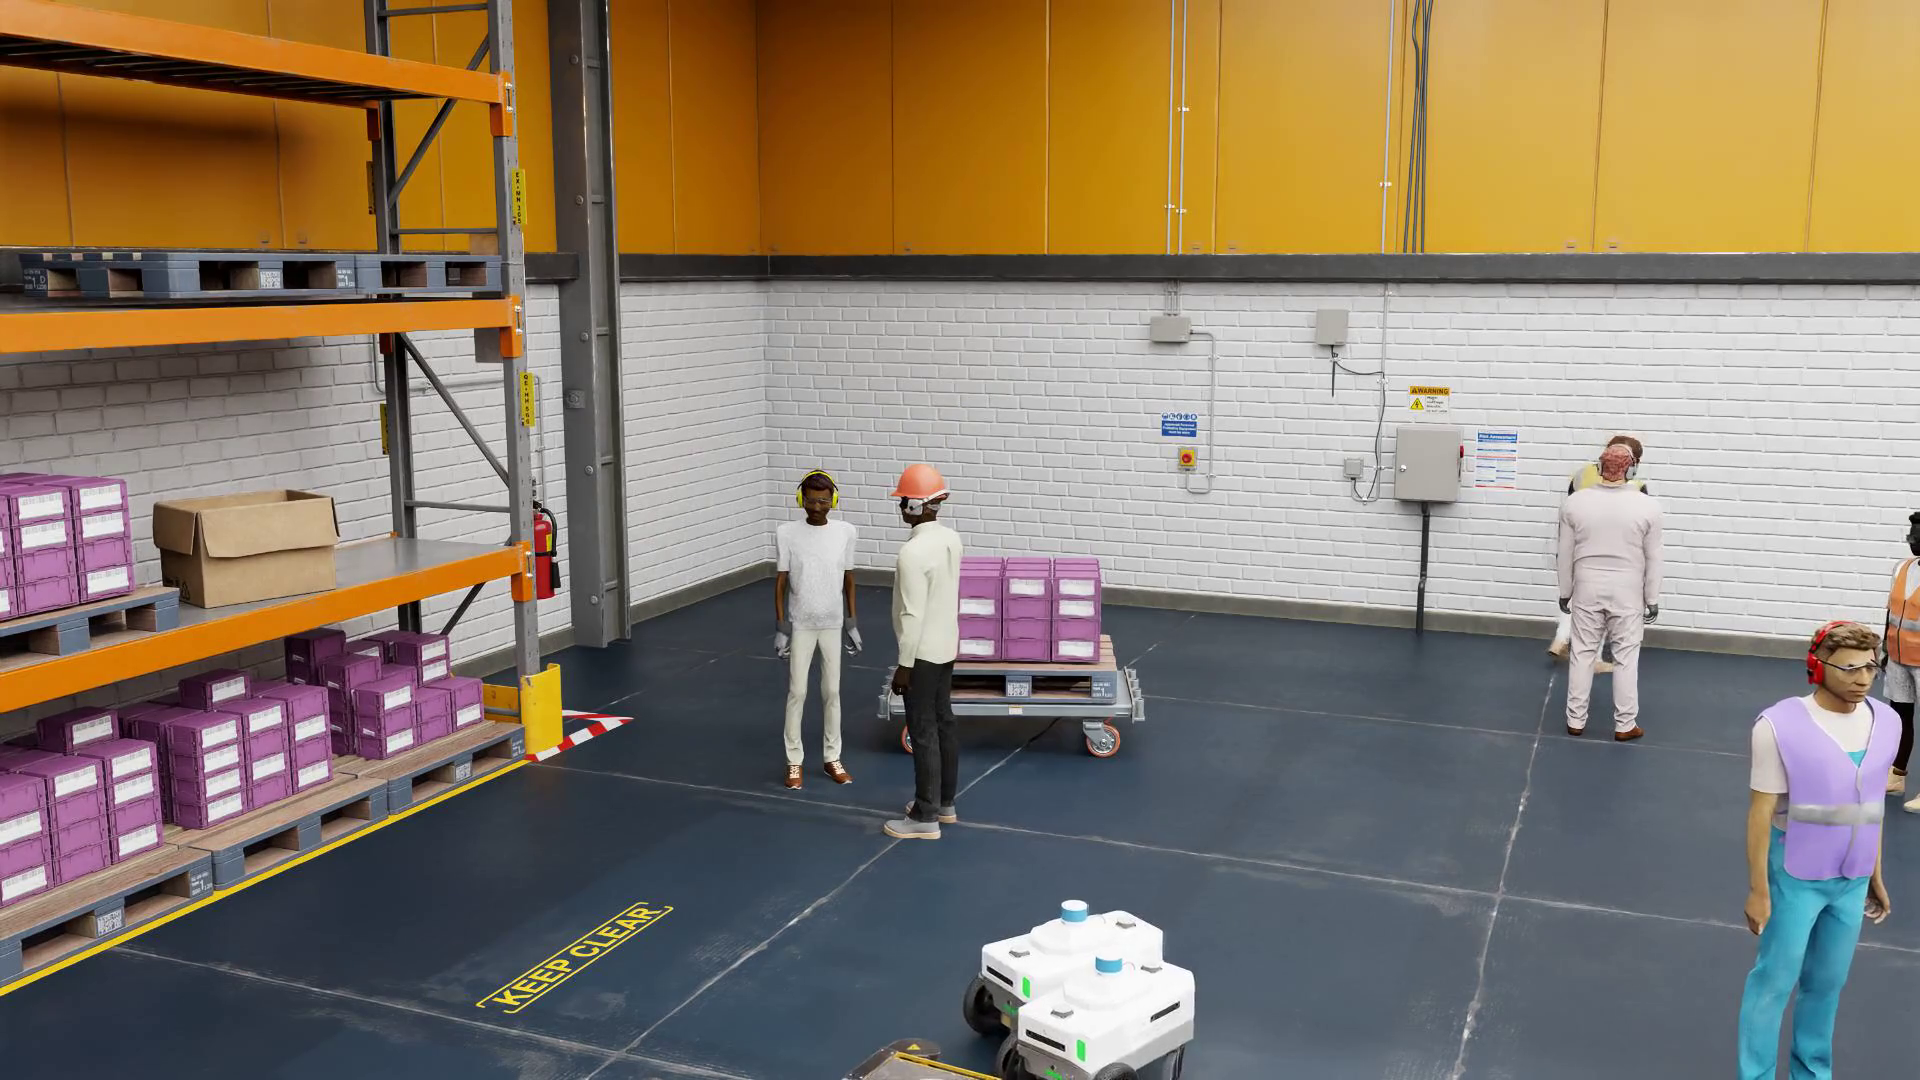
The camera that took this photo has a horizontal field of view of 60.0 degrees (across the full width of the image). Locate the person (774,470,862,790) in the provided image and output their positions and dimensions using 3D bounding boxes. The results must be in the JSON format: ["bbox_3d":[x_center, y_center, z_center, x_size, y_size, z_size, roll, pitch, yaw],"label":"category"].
[{"bbox_3d":[-0.827,0.516,9.697,0.521,1.865,0.328,-3,10,-18],"label":"person"}]

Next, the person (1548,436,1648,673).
[{"bbox_3d":[4.779,0.118,12.324,0.444,1.808,0.717,-5,11,-28],"label":"person"}]

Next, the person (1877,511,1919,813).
[{"bbox_3d":[5.355,0.666,9.288,0.315,1.696,0.541,-2,10,-14],"label":"person"}]

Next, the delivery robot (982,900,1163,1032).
[{"bbox_3d":[0.445,1.651,6.490,0.707,0.478,0.477,-6,11,-32],"label":"delivery robot"}]

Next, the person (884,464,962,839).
[{"bbox_3d":[-0.192,0.588,8.857,0.380,1.994,0.618,4,10,21],"label":"person"}]

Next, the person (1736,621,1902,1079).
[{"bbox_3d":[2.961,1.171,5.777,0.571,1.843,0.373,-3,10,-17],"label":"person"}]

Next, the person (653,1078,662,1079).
[{"bbox_3d":[-0.549,1.746,2.917,0.522,1.638,0.310,3,10,20],"label":"person"}]

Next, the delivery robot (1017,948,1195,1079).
[{"bbox_3d":[0.537,1.726,6.031,0.477,0.478,0.707,9,13,43],"label":"delivery robot"}]

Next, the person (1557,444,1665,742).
[{"bbox_3d":[4.164,0.335,10.660,0.646,1.908,0.408,6,11,31],"label":"person"}]

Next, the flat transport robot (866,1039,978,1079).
[{"bbox_3d":[-0.272,2.027,5.352,0.652,0.197,1.431,5,11,29],"label":"flat transport robot"}]
